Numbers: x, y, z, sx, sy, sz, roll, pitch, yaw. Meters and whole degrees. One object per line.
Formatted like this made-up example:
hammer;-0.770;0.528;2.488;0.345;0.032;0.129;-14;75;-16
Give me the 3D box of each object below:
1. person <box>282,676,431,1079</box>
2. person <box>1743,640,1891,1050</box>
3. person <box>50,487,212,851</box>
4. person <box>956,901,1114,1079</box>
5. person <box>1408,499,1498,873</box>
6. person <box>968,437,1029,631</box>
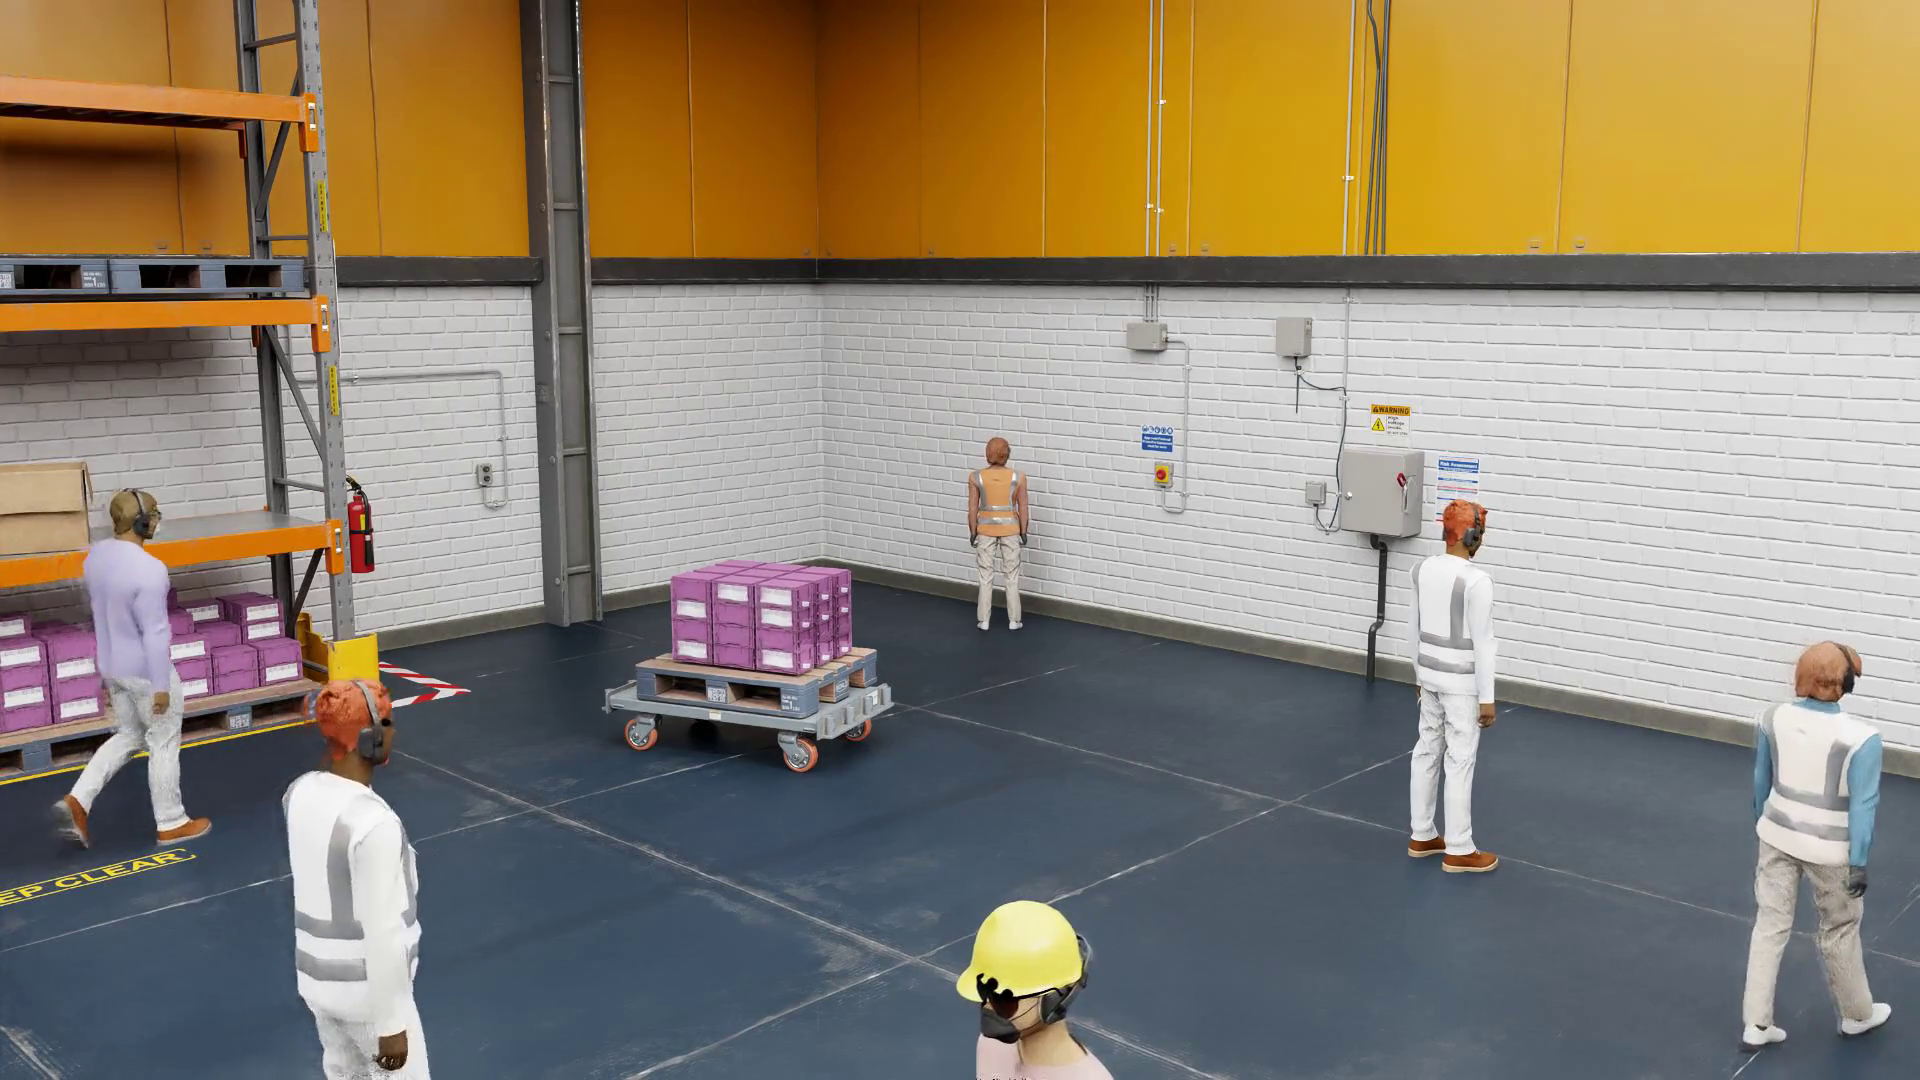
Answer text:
person;-1.834;1.324;4.881;0.576;1.863;0.737;8;13;42
person;3.347;1.181;6.480;0.705;1.602;0.541;-5;11;-30
person;-4.303;0.688;8.574;0.636;1.925;0.709;6;11;32
person;0.161;1.597;3.504;0.357;1.755;0.518;-5;11;-29
person;2.500;0.730;8.419;0.356;1.887;0.573;-4;10;-24
person;0.322;-0.042;13.912;0.511;1.641;0.307;0;9;2
